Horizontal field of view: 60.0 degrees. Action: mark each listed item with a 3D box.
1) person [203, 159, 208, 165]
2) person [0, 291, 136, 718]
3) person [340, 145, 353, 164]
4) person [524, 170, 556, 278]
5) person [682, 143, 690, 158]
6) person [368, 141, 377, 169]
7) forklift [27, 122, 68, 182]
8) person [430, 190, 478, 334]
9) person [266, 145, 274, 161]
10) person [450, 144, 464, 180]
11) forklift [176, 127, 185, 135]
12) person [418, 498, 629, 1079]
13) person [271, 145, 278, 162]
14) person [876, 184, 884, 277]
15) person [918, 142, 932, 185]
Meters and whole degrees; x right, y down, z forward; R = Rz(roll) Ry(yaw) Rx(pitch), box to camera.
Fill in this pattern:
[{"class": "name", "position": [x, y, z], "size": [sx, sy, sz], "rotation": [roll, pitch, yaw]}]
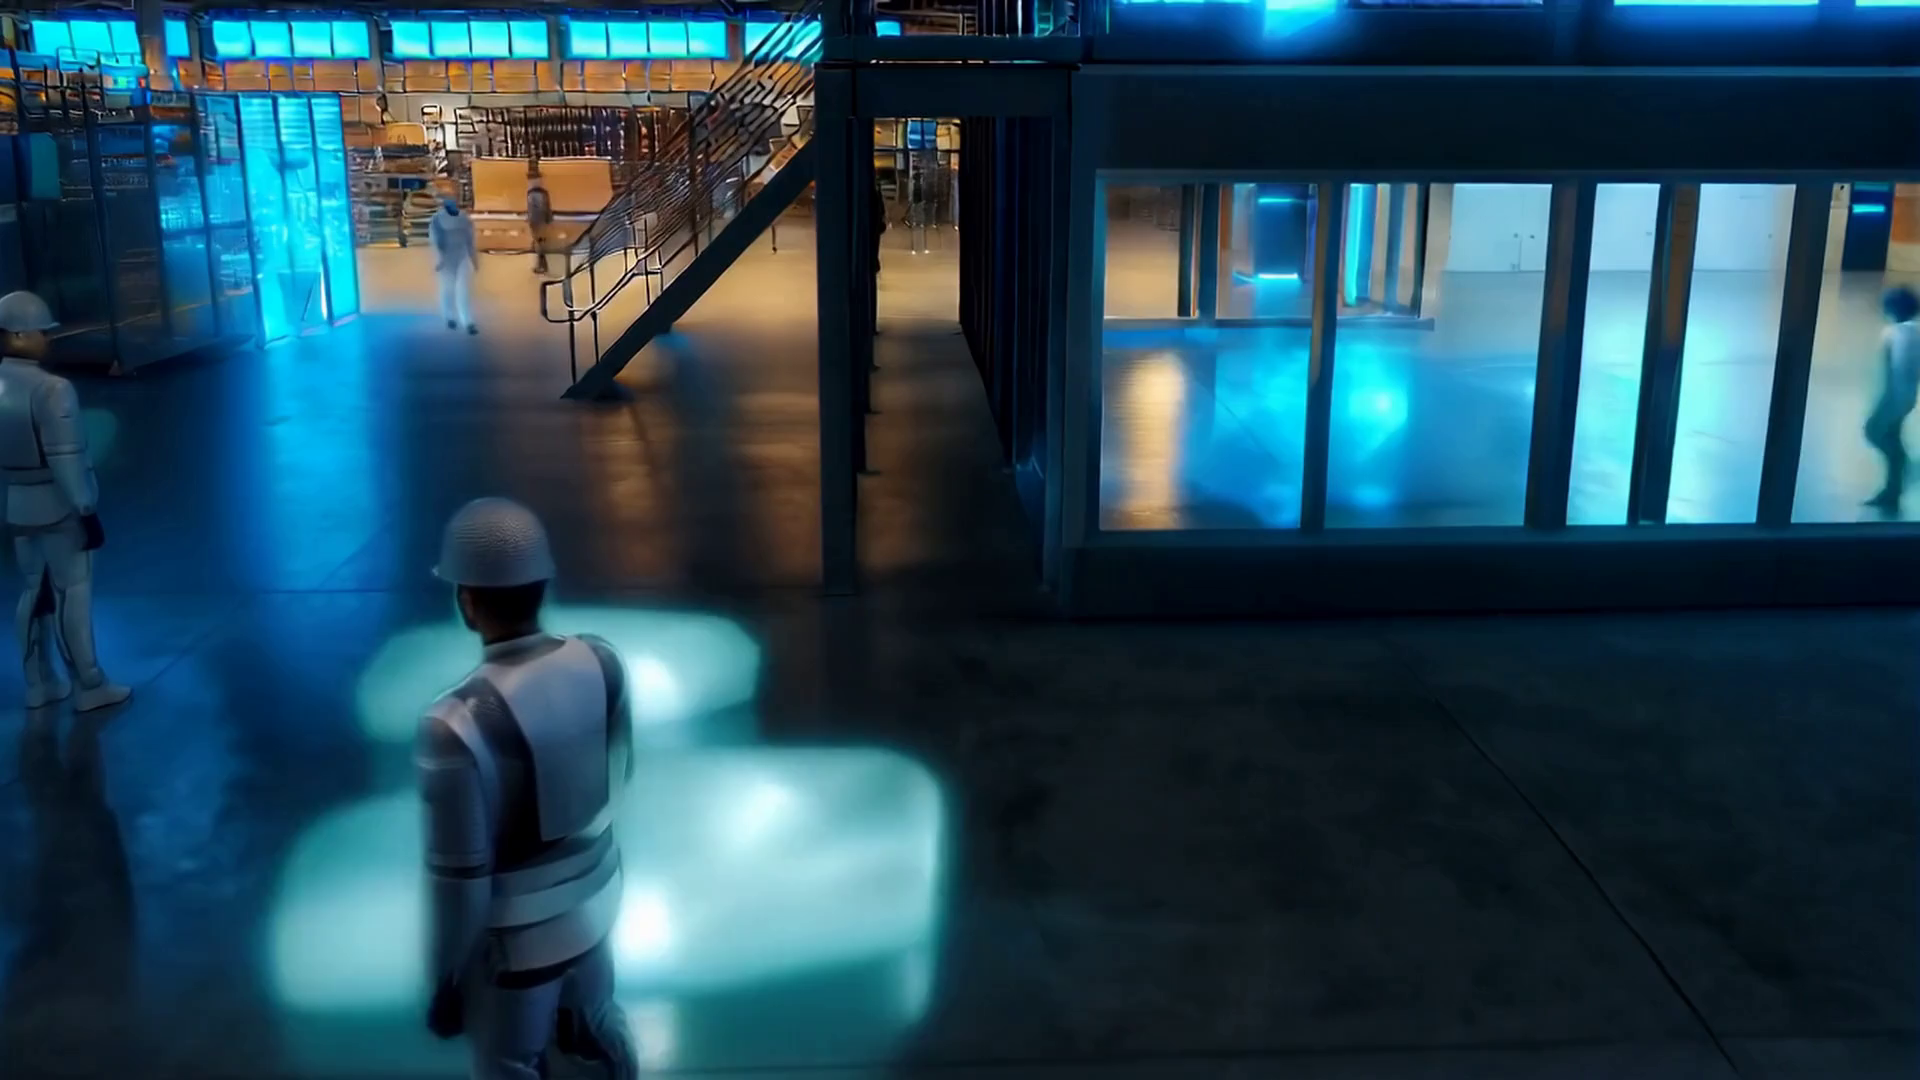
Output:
[{"class": "person", "position": [-30.459, -14.839, 67.047], "size": [0.316, 1.696, 0.568], "rotation": [4, 14, 14]}, {"class": "person", "position": [-4.257, -0.150, 7.728], "size": [0.611, 1.996, 0.379], "rotation": [3, 14, 13]}, {"class": "person", "position": [-27.428, -16.759, 74.441], "size": [0.603, 1.830, 0.404], "rotation": [2, 14, 6]}, {"class": "person", "position": [-7.700, -5.731, 30.200], "size": [0.798, 1.906, 0.583], "rotation": [9, 16, 31]}, {"class": "person", "position": [-13.410, -18.680, 82.201], "size": [0.587, 1.786, 0.816], "rotation": [-1, 14, -4]}, {"class": "person", "position": [-29.814, -19.300, 84.446], "size": [0.406, 1.911, 0.639], "rotation": [-4, 15, -17]}, {"class": "forklift", "position": [-35.376, -14.773, 64.377], "size": [1.129, 2.768, 1.873], "rotation": [-1, 14, -2]}, {"class": "person", "position": [-6.756, -3.726, 22.260], "size": [0.615, 1.904, 0.996], "rotation": [-7, 16, -26]}, {"class": "person", "position": [-35.991, -19.785, 86.843], "size": [0.936, 1.688, 0.488], "rotation": [10, 17, 34]}, {"class": "person", "position": [-22.554, -16.825, 74.677], "size": [0.565, 1.845, 0.387], "rotation": [-6, 15, -22]}, {"class": "forklift", "position": [-35.859, -17.791, 76.442], "size": [1.873, 2.768, 1.129], "rotation": [-1, 14, -3]}, {"class": "person", "position": [-0.977, 0.860, 3.788], "size": [0.386, 1.948, 0.602], "rotation": [6, 15, 23]}, {"class": "person", "position": [-27.465, -14.937, 66.966], "size": [0.450, 1.928, 0.605], "rotation": [-7, 16, -27]}, {"class": "person", "position": [-1.642, -5.774, 30.111], "size": [0.689, 2.000, 0.539], "rotation": [-9, 17, -32]}, {"class": "person", "position": [-1.596, -17.413, 76.812], "size": [0.623, 1.958, 0.973], "rotation": [8, 16, 28]}]
